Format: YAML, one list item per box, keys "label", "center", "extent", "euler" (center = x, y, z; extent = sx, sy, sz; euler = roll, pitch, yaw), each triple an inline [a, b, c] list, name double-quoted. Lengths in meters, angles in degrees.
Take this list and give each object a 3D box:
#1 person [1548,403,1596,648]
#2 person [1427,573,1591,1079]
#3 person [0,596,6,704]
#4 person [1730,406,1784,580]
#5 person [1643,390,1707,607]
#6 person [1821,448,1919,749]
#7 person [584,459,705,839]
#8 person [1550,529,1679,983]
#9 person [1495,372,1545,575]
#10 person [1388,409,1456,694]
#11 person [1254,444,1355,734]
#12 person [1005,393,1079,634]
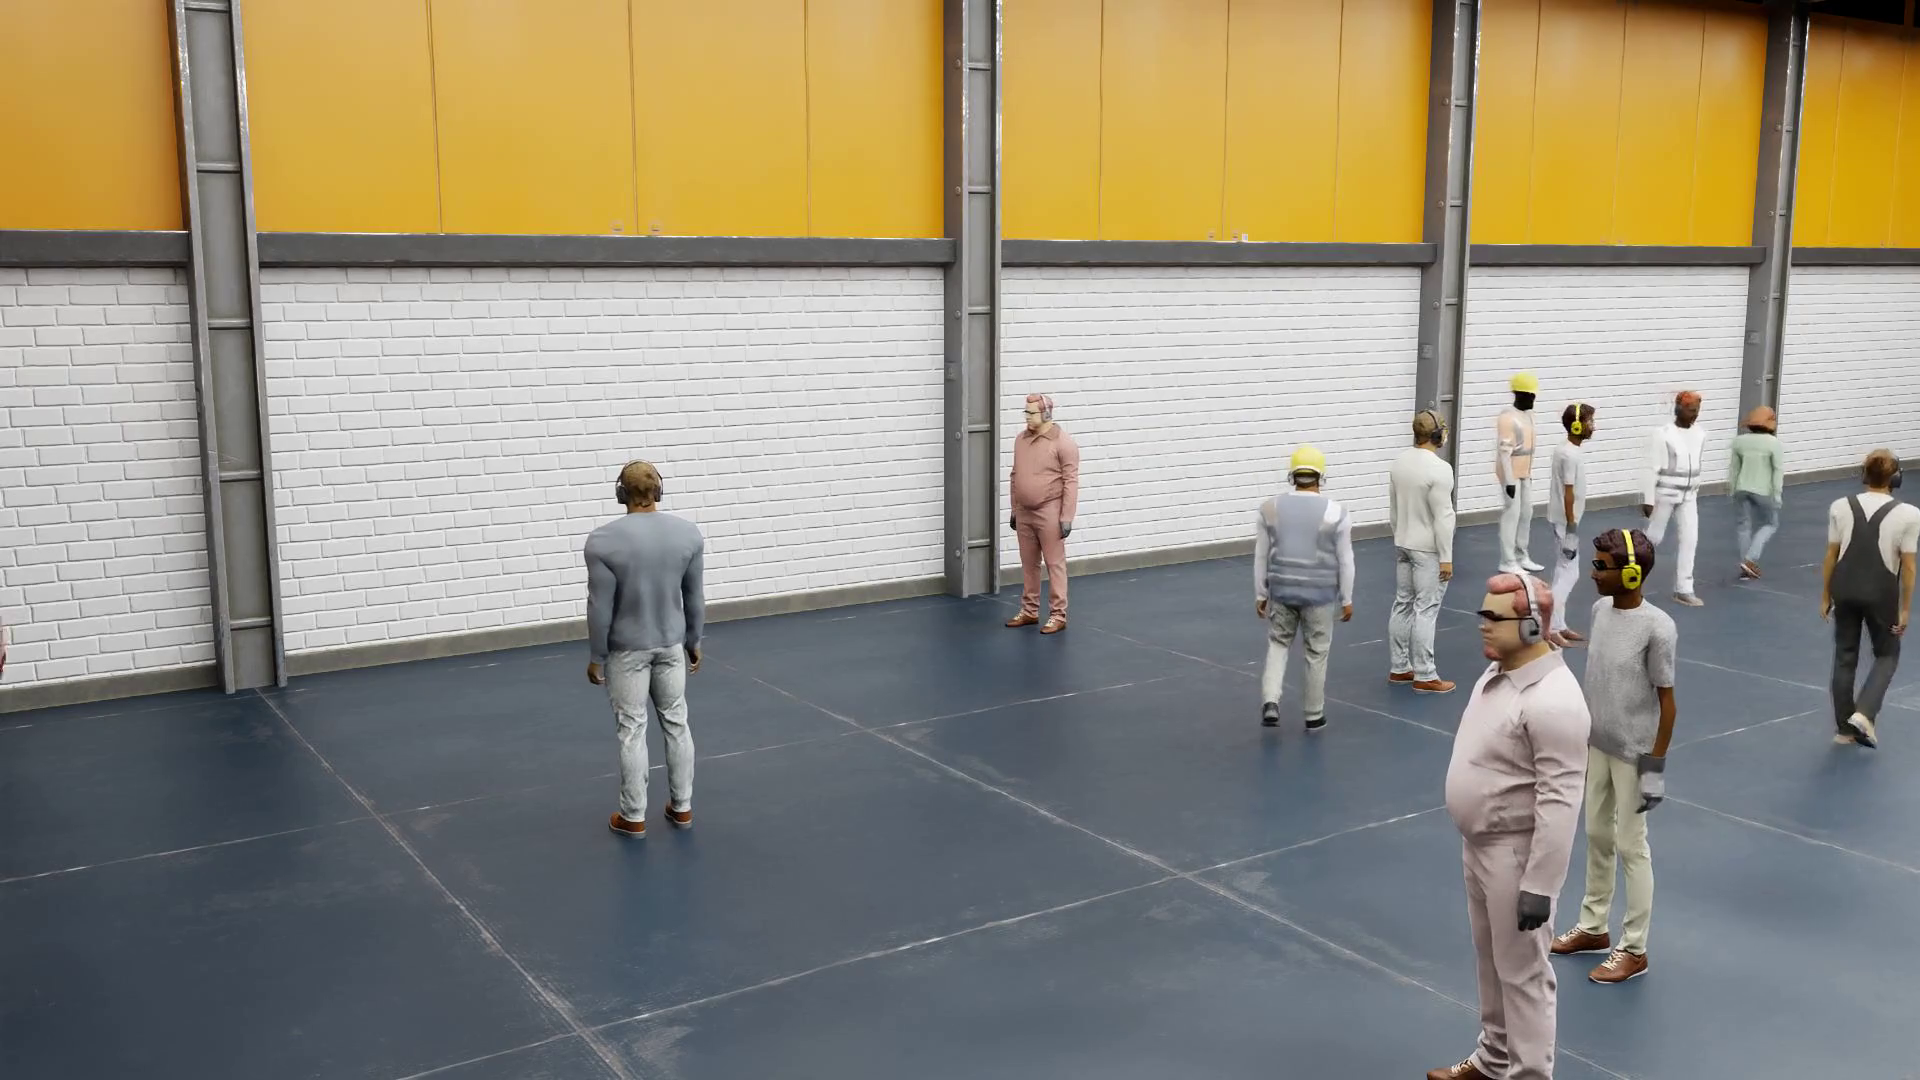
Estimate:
- label: "person"
  center: [4.668, -0.112, 12.755]
  extent: [0.404, 1.862, 0.580]
  euler: [2, 10, 14]
- label: "person"
  center: [1.829, 1.050, 5.590]
  extent: [0.408, 1.905, 0.654]
  euler: [0, 9, 0]
- label: "person"
  center: [-4.712, 0.684, 7.706]
  extent: [0.507, 1.984, 0.633]
  euler: [4, 10, 22]
- label: "person"
  center: [7.349, -0.429, 15.335]
  extent: [0.332, 1.616, 0.526]
  euler: [-6, 11, -34]
- label: "person"
  center: [6.176, -0.398, 14.506]
  extent: [0.585, 1.852, 0.927]
  euler: [-3, 10, -15]
- label: "person"
  center: [5.402, 0.368, 9.935]
  extent: [0.526, 1.834, 0.447]
  euler: [9, 13, 44]
- label: "person"
  center: [-1.602, 0.553, 8.485]
  extent: [0.638, 1.937, 0.357]
  euler: [-6, 11, -32]
- label: "person"
  center: [2.678, 0.874, 6.782]
  extent: [0.335, 1.864, 0.521]
  euler: [-2, 10, -14]
- label: "person"
  center: [5.261, -0.625, 15.656]
  extent: [0.420, 1.917, 0.622]
  euler: [9, 13, 42]
- label: "person"
  center: [3.160, 0.078, 11.344]
  extent: [0.369, 1.940, 0.631]
  euler: [-3, 10, -19]
- label: "person"
  center: [2.124, 0.318, 10.255]
  extent: [0.603, 1.826, 0.473]
  euler: [5, 11, 27]
- label: "person"
  center: [0.627, -0.210, 13.186]
  extent: [0.650, 1.904, 0.401]
  euler: [9, 13, 44]
